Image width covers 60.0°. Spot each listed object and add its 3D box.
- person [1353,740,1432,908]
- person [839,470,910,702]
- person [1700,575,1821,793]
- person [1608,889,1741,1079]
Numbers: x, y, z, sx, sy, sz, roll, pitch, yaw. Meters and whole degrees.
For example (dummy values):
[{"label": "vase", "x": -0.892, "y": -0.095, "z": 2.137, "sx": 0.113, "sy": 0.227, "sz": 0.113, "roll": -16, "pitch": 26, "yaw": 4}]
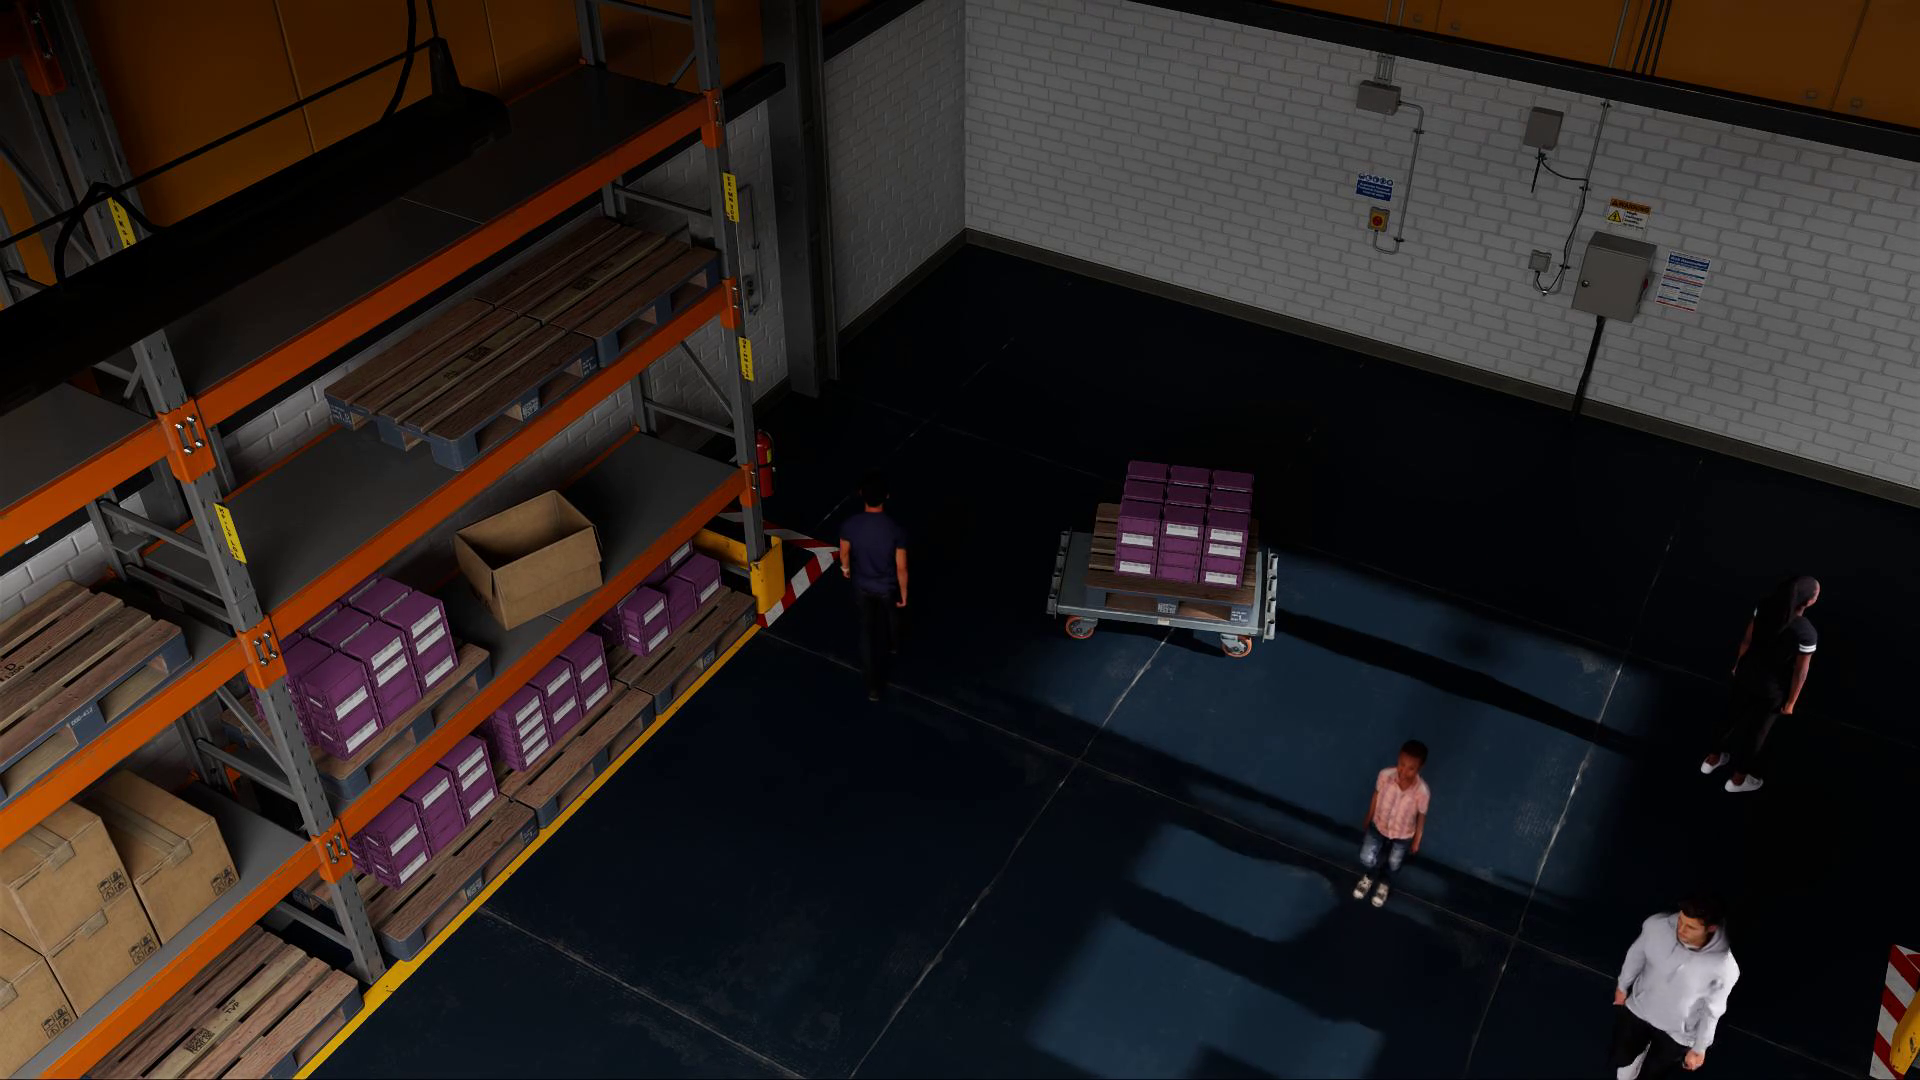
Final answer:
[{"label": "person", "x": 2.667, "y": 1.681, "z": 10.112, "sx": 0.517, "sy": 1.302, "sz": 0.482, "roll": 22, "pitch": 44, "yaw": 25}, {"label": "person", "x": -0.596, "y": 0.363, "z": 11.395, "sx": 0.928, "sy": 1.760, "sz": 1.087, "roll": 0, "pitch": 39, "yaw": 0}, {"label": "person", "x": 5.192, "y": 0.907, "z": 10.739, "sx": 0.716, "sy": 1.729, "sz": 0.700, "roll": -18, "pitch": 42, "yaw": -21}, {"label": "person", "x": 3.732, "y": 2.413, "z": 8.705, "sx": 0.808, "sy": 1.915, "sz": 0.934, "roll": 29, "pitch": 47, "yaw": 31}]
